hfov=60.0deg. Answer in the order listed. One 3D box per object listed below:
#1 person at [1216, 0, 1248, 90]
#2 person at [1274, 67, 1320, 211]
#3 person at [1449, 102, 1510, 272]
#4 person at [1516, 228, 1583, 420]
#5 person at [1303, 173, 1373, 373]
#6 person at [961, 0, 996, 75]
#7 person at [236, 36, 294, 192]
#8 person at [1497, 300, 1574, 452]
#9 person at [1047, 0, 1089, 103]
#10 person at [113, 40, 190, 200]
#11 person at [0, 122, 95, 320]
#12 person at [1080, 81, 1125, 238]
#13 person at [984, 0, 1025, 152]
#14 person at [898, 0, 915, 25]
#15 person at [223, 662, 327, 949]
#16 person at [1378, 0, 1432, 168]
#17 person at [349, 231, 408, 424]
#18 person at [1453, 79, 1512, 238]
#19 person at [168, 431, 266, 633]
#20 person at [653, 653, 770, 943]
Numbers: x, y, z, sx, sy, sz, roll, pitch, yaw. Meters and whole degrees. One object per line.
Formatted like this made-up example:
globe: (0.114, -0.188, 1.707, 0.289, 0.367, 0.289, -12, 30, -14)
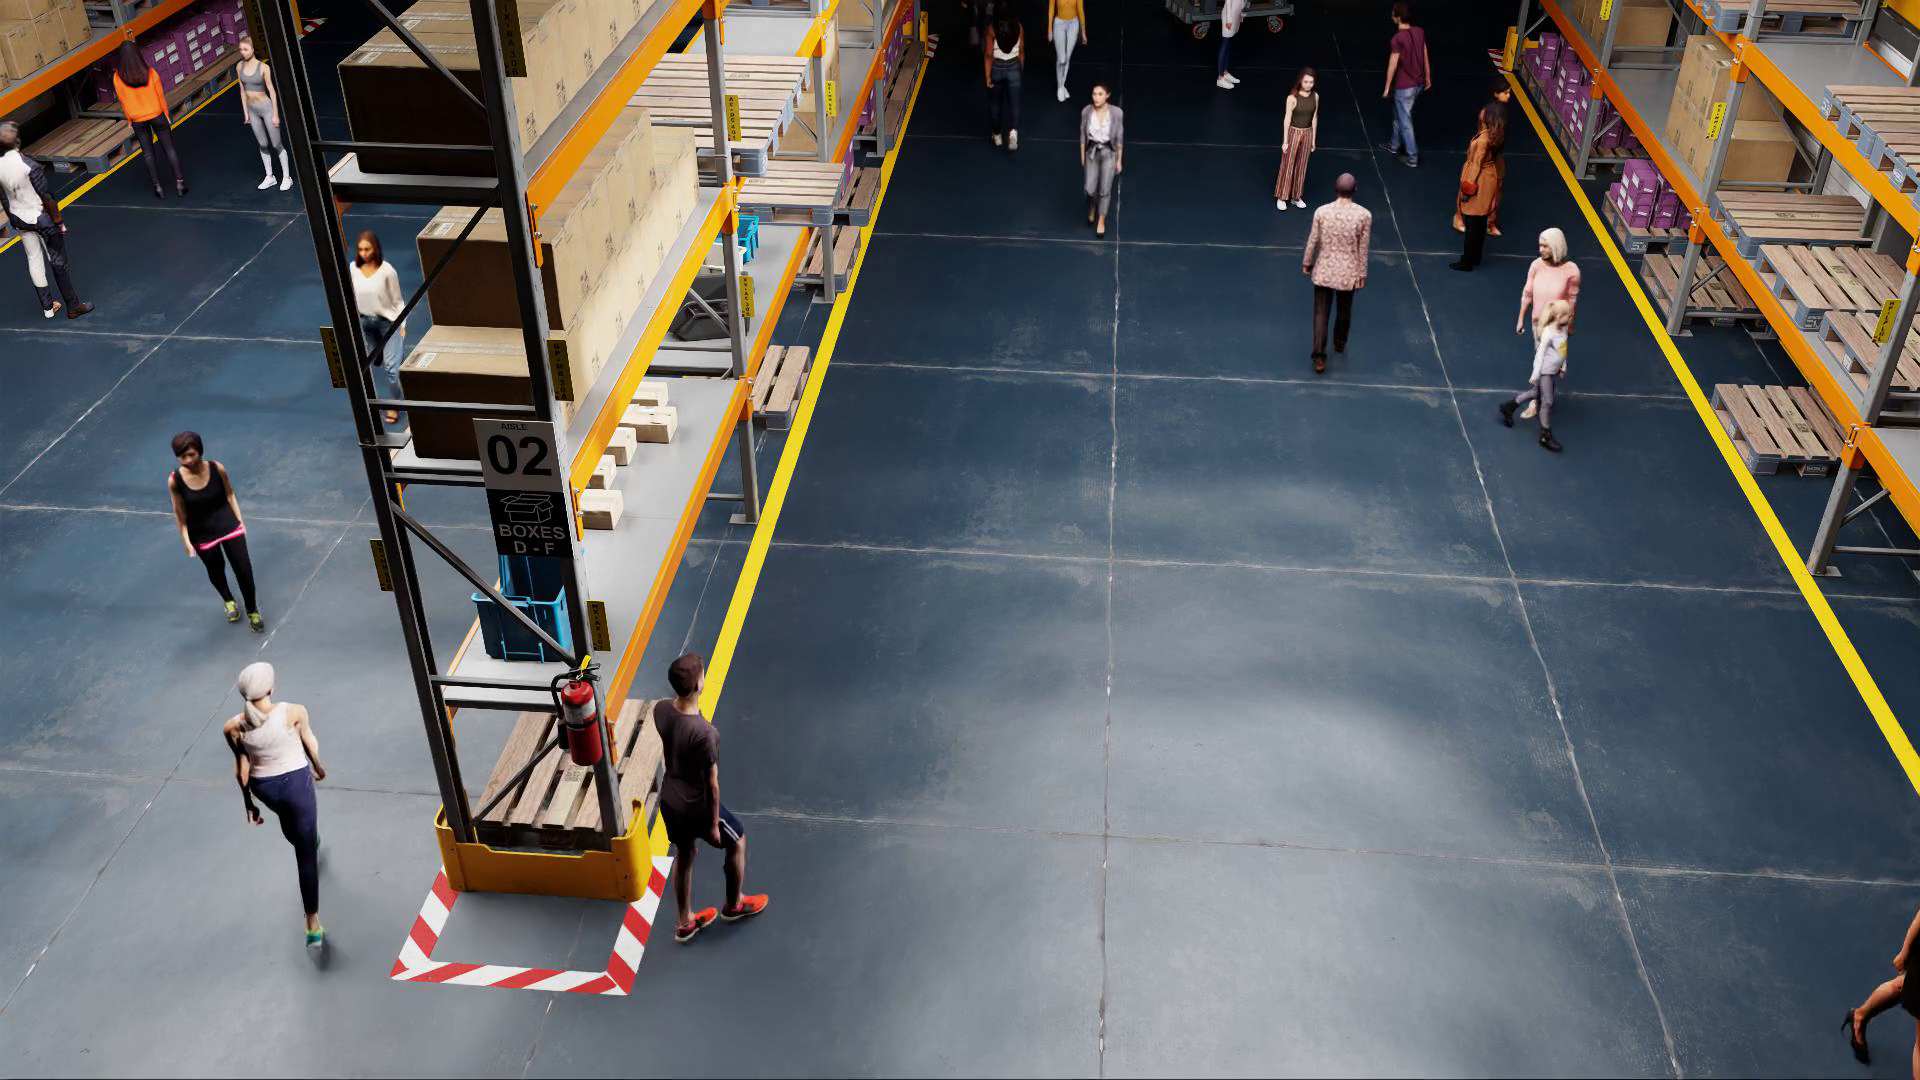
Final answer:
person: (3.493, -6.745, 21.402, 0.741, 1.775, 0.604, 17, 37, 24)
person: (3.662, -4.362, 18.013, 0.616, 1.559, 0.613, -7, 34, -11)
person: (5.198, -3.533, 16.618, 0.833, 1.721, 0.736, 25, 41, 33)
person: (5.062, -1.857, 14.137, 0.863, 1.677, 0.934, 25, 41, 32)
person: (3.329, -2.337, 14.765, 0.793, 1.782, 1.028, 7, 34, 11)
person: (0.288, -7.068, 21.747, 0.720, 1.932, 0.674, 2, 34, 3)
person: (-7.730, -4.738, 18.444, 0.571, 1.707, 0.551, 5, 34, 8)
person: (4.840, -1.436, 13.879, 0.863, 1.261, 0.882, 26, 41, 33)
person: (1.305, -6.456, 21.003, 0.715, 1.736, 0.771, -8, 34, -12)
person: (-8.874, -4.596, 18.194, 0.698, 1.749, 0.691, -11, 35, -16)
person: (-8.714, -3.002, 15.666, 0.696, 1.891, 0.580, 4, 34, 6)
person: (1.487, -3.999, 17.372, 0.640, 1.664, 0.634, 5, 34, 8)
person: (0.544, -5.386, 19.347, 0.744, 1.786, 1.088, -3, 34, -4)
person: (-0.812, -8.130, 23.566, 0.700, 1.686, 0.583, 1, 34, 2)
person: (-3.693, 1.470, 9.153, 0.901, 1.654, 1.319, -10, 35, -14)
person: (5.189, -5.182, 19.035, 0.996, 1.792, 1.055, -22, 39, -29)
person: (-4.898, -1.866, 14.160, 0.700, 1.665, 0.945, 7, 34, 10)
person: (5.406, -3.997, 17.366, 0.808, 1.666, 0.874, -23, 40, -30)
person: (-5.230, -0.109, 11.638, 0.762, 1.532, 0.853, -16, 37, -23)
person: (-1.515, 1.462, 9.002, 0.863, 1.834, 0.938, 25, 41, 32)
